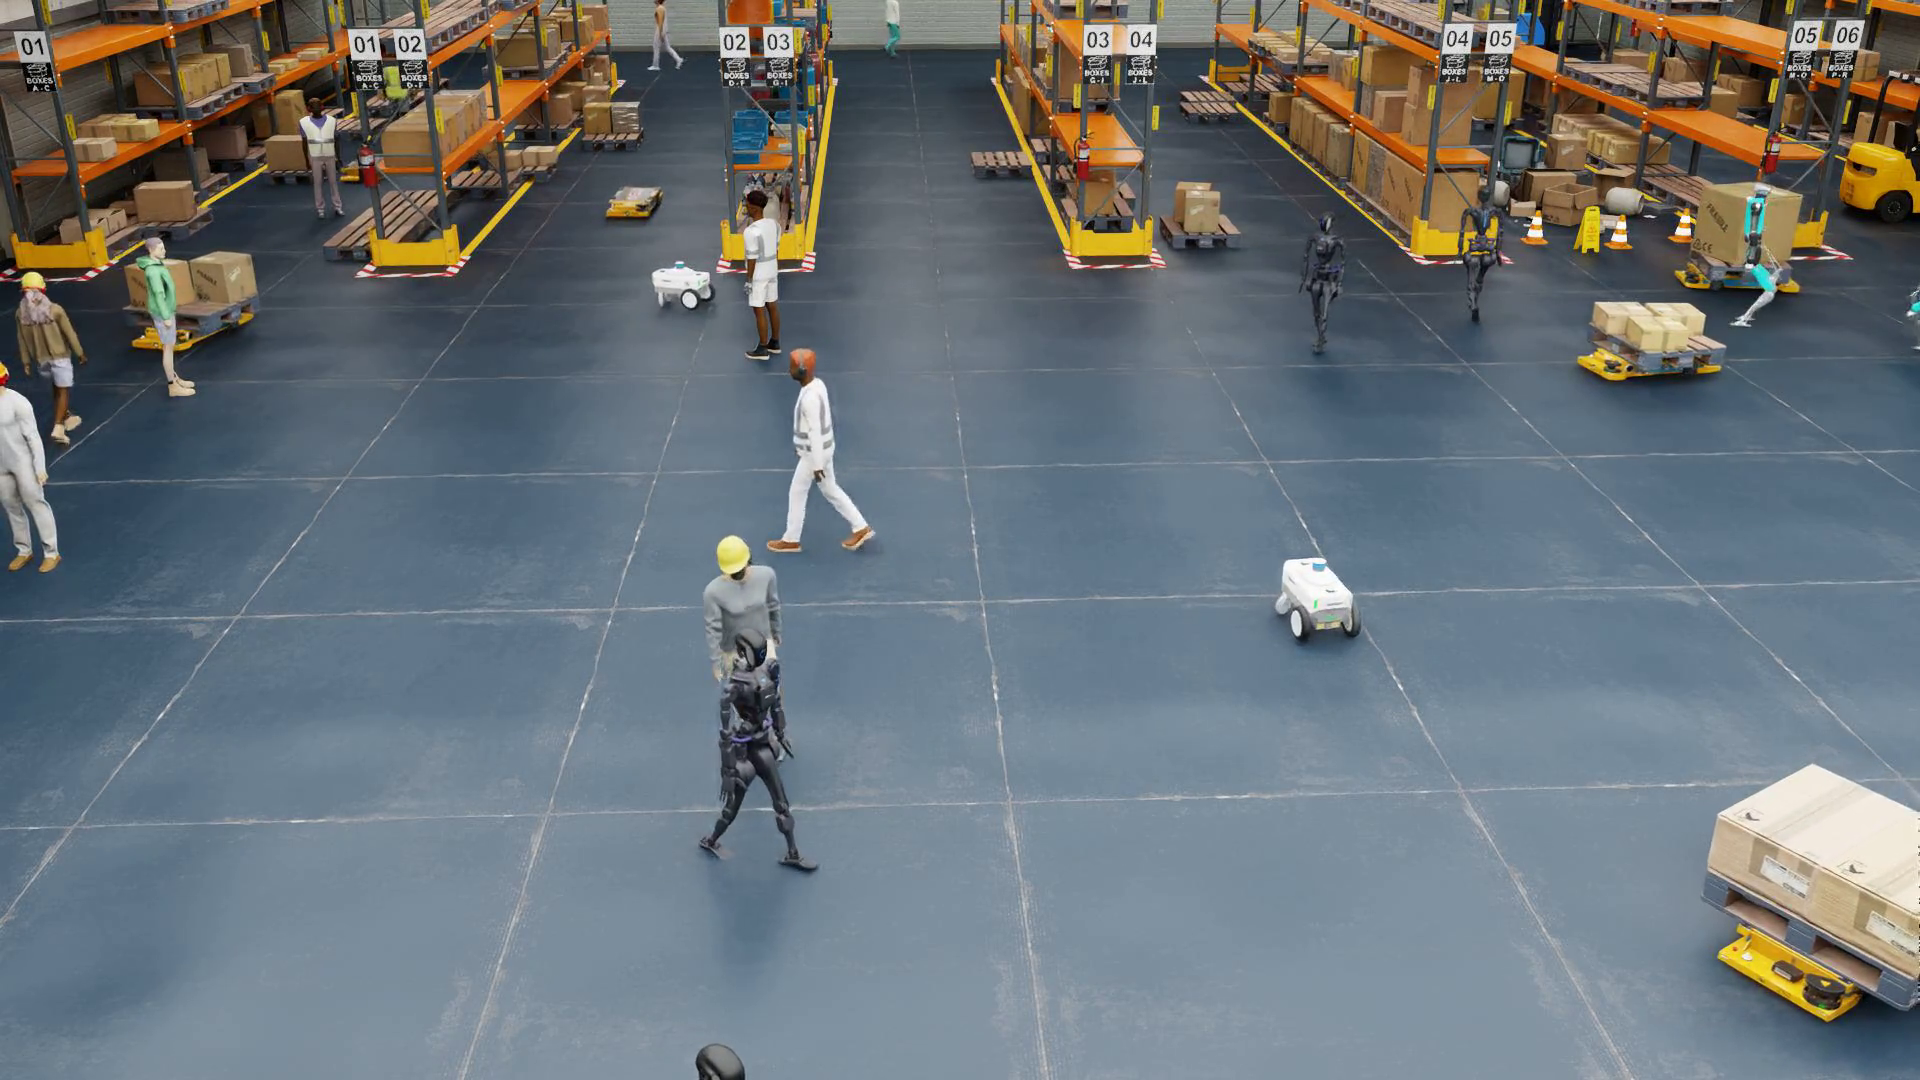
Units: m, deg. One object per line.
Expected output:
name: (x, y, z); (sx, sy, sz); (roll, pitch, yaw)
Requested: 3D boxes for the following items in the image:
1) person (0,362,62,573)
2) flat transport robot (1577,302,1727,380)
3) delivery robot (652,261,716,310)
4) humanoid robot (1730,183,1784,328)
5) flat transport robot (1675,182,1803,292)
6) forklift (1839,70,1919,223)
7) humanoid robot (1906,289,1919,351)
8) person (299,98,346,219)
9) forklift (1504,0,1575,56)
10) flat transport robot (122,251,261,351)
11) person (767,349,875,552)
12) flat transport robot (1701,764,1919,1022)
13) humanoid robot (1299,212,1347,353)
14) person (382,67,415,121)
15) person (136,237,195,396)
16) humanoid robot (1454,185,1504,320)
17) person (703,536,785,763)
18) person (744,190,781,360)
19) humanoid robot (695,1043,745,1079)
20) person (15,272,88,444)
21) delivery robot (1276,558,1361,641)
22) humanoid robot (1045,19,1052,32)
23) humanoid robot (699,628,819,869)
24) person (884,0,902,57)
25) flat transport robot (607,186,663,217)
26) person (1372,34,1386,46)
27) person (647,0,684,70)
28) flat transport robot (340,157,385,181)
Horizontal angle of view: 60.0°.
person: (-7.926, -0.634, 13.911); (0.569, 1.889, 0.389); (3, 24, 6)
flat transport robot: (7.924, -2.059, 19.098); (1.431, 0.231, 0.659); (-5, 25, -12)
delivery robot: (-3.591, -3.307, 21.535); (0.752, 0.581, 0.510); (8, 25, 17)
humanoid robot: (9.920, -3.500, 20.470); (0.674, 1.747, 0.535); (9, 26, 20)
flat transport robot: (10.469, -3.536, 22.418); (1.431, 0.231, 0.659); (4, 24, 8)
forklift: (15.132, -6.143, 25.915); (2.313, 2.155, 1.214); (-1, 24, -2)
humanoid robot: (11.408, -3.021, 19.502); (0.663, 1.836, 0.545); (10, 26, 21)
person: (-9.931, -5.959, 25.923); (0.563, 1.846, 0.391); (-15, 28, -29)
forklift: (14.700, -13.805, 42.301); (1.873, 2.768, 1.129); (-1, 24, -2)
flat transport robot: (-9.379, -2.621, 20.362); (0.659, 0.231, 1.431); (6, 25, 12)
person: (-1.195, -0.756, 14.234); (0.916, 1.850, 0.583); (2, 24, 4)
flat transport robot: (5.033, 2.239, 9.441); (1.431, 0.231, 0.659); (-15, 28, -31)
humanoid robot: (4.256, -3.048, 19.609); (0.608, 1.633, 0.658); (19, 31, 37)
person: (-10.732, -8.493, 31.822); (0.591, 1.669, 0.596); (-2, 24, -4)
person: (-8.675, -2.438, 18.138); (0.325, 1.740, 0.483); (-9, 26, -20)
humanoid robot: (6.567, -3.612, 20.923); (0.590, 1.636, 0.742); (1, 24, 2)
person: (-1.438, 0.709, 11.083); (0.548, 1.714, 0.550); (-10, 26, -21)
person: (-2.308, -3.080, 19.308); (0.363, 1.965, 0.611); (12, 27, 25)
humanoid robot: (-0.969, 2.724, 6.670); (0.627, 1.617, 0.604); (15, 28, 30)
person: (-9.219, -1.852, 16.841); (0.544, 1.731, 0.840); (-2, 24, -5)
delivery robot: (2.813, 0.439, 13.123); (0.513, 0.585, 0.757); (-4, 24, -10)
humanoid robot: (2.394, -12.937, 41.746); (0.833, 1.788, 0.608); (-3, 24, -6)
humanoid robot: (-1.266, 1.251, 9.992); (0.768, 1.633, 0.616); (14, 27, 28)
person: (-1.711, -13.091, 42.060); (0.445, 1.751, 0.539); (-14, 27, -28)
flat transport robot: (-5.208, -5.428, 26.669); (0.659, 0.231, 1.431); (0, 24, 0)
person: (10.606, -13.124, 42.116); (0.682, 1.775, 0.631); (-1, 24, -2)
person: (-7.164, -12.275, 40.132); (0.837, 1.837, 0.518); (5, 24, 11)
flat transport robot: (-10.297, -6.491, 29.058); (0.659, 0.231, 1.431); (-1, 24, -2)
